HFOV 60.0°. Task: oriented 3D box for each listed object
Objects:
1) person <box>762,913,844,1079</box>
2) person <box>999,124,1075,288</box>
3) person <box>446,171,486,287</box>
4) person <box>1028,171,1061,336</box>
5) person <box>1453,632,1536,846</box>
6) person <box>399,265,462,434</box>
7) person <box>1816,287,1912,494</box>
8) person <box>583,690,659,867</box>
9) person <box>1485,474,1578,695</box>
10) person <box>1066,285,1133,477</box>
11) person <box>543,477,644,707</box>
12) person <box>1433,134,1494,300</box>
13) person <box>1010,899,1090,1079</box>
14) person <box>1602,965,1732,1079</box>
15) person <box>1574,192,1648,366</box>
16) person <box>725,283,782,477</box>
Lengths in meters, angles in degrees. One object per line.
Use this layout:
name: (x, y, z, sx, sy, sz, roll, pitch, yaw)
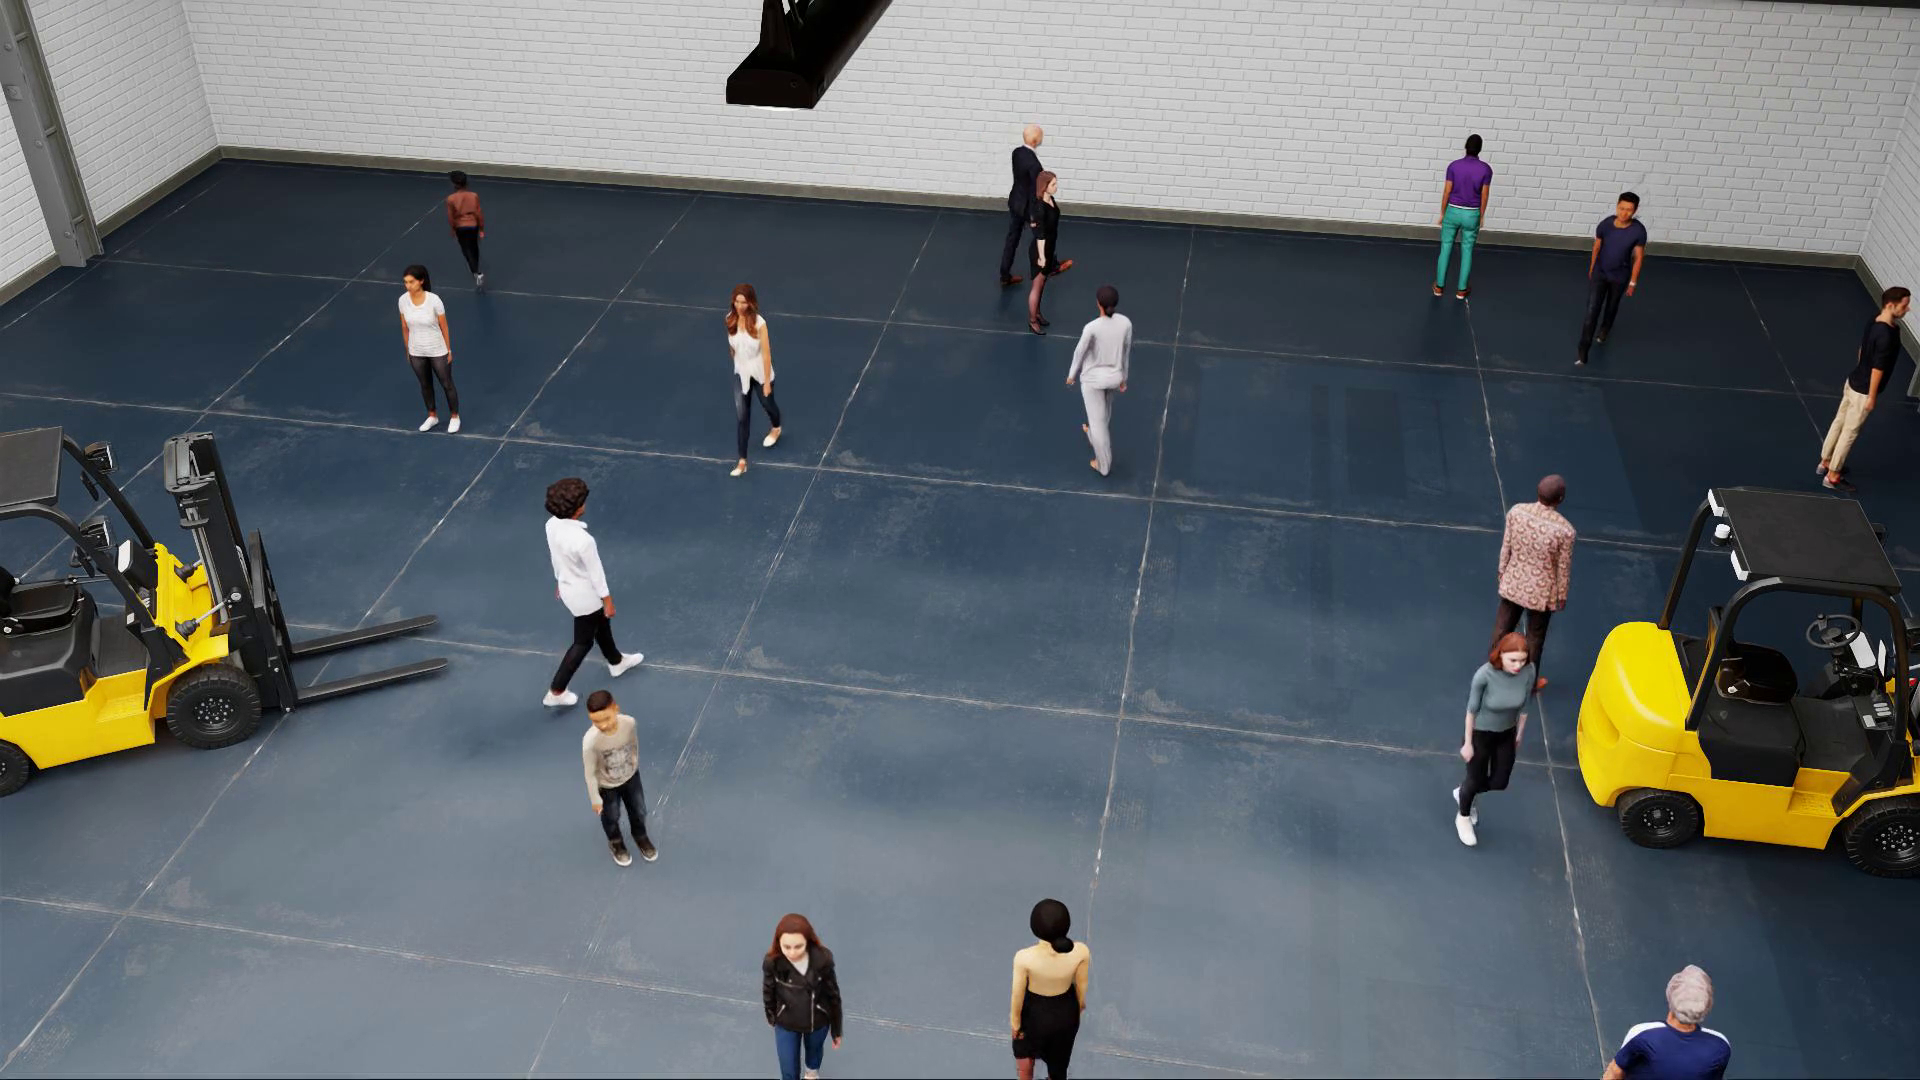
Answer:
person: (-0.838, 2.484, 8.887, 0.700, 1.466, 0.840, -5, 34, -8)
person: (0.629, -3.498, 17.621, 1.195, 1.760, 1.169, -19, 38, -26)
person: (-5.283, -3.328, 17.841, 0.854, 1.235, 0.917, -21, 39, -28)
person: (0.833, -2.913, 16.792, 0.664, 1.705, 0.467, 8, 35, 13)
person: (3.329, 1.196, 10.603, 0.703, 1.713, 0.773, -5, 34, -7)
person: (-4.808, -1.733, 15.070, 0.573, 1.645, 0.519, 4, 34, 6)
person: (7.737, -1.316, 14.253, 0.701, 1.856, 0.481, 8, 34, 12)
person: (-2.175, 1.459, 10.448, 0.750, 1.446, 0.688, 27, 42, 35)
person: (4.050, 0.331, 11.818, 0.792, 1.807, 0.808, 27, 42, 34)
person: (1.272, -1.356, 14.442, 0.964, 1.713, 1.074, -16, 37, -22)
person: (-2.729, 0.402, 11.742, 1.202, 1.775, 1.048, -28, 43, -36)
person: (5.277, -3.404, 17.474, 0.657, 1.767, 0.614, 11, 35, 16)
person: (0.479, 2.545, 8.635, 0.647, 1.644, 0.693, -3, 34, -4)
person: (3.365, 2.829, 8.046, 0.683, 1.823, 0.668, 0, 34, 1)
person: (6.417, -2.615, 16.323, 0.939, 1.727, 1.315, 18, 38, 25)
person: (-1.769, -1.473, 14.605, 0.726, 1.727, 1.190, 11, 35, 16)
